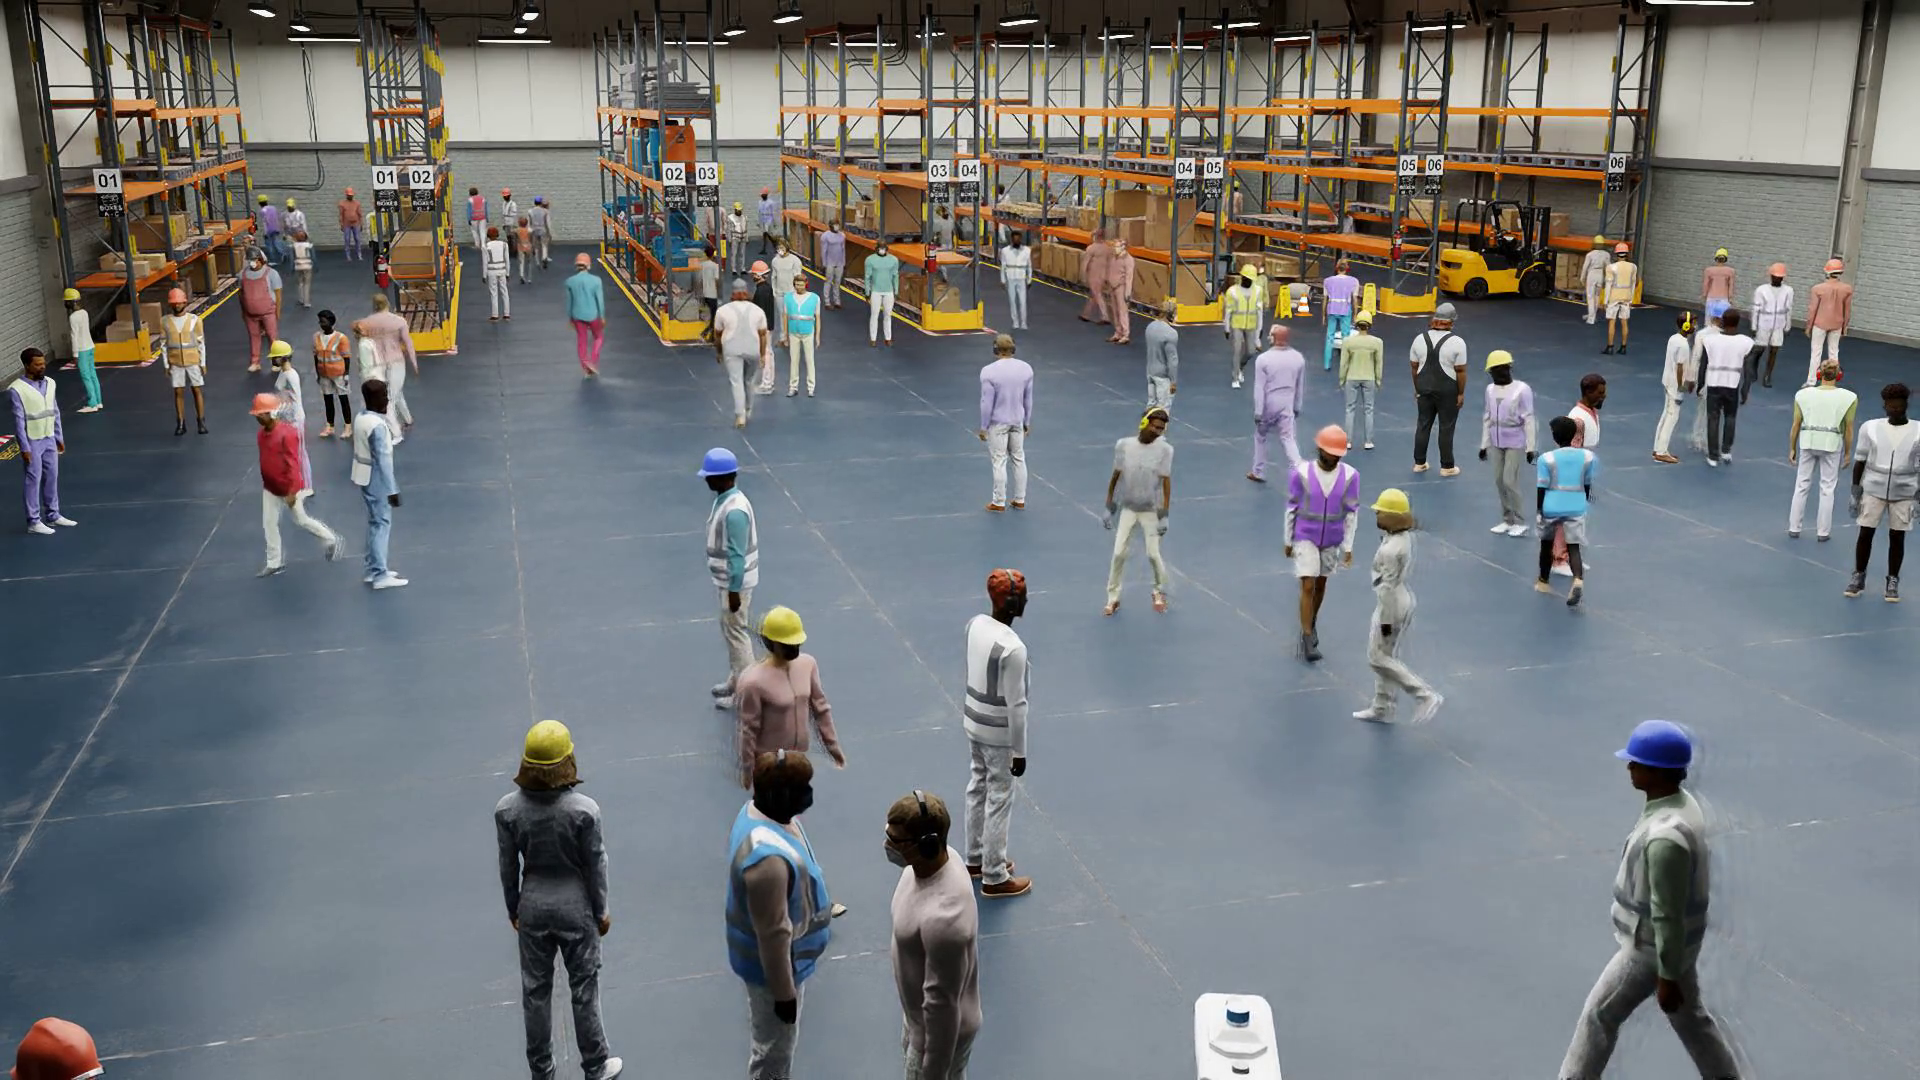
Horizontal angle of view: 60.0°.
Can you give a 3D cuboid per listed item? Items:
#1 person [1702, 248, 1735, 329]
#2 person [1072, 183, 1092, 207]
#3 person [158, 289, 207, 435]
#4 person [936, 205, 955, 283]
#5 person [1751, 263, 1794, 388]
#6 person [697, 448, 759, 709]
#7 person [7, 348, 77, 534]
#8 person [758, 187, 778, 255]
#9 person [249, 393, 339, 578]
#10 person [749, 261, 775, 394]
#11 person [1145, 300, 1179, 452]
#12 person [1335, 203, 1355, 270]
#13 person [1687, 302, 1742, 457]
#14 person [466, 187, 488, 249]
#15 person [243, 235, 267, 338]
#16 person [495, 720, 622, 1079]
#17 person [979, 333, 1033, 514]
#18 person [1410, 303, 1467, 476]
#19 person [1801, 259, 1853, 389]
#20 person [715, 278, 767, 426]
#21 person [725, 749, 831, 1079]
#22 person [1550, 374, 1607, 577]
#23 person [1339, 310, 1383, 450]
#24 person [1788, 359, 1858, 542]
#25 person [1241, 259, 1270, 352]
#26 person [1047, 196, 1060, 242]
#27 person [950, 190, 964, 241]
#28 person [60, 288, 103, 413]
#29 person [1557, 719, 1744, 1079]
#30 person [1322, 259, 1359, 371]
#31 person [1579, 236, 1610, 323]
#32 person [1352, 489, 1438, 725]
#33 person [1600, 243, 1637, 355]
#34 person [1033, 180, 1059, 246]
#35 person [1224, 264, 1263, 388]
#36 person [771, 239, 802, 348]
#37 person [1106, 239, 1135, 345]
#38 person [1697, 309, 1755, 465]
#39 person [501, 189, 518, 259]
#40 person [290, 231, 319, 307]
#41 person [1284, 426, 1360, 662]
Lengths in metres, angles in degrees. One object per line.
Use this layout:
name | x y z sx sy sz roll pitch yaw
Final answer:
person | 13.512 -4.307 29.670 0.522 1.769 0.311 7 16 25
person | 3.621 -9.638 49.488 0.627 1.916 0.943 3 15 12
person | -10.255 -2.348 21.983 0.552 1.935 0.376 -5 16 -17
person | -0.319 -7.143 40.169 0.559 1.853 0.386 -9 18 -32
person | 12.517 -3.319 25.660 0.550 1.916 0.492 3 15 12
person | -1.675 0.273 12.116 0.419 1.937 0.616 -4 15 -15
person | -9.445 -1.020 17.040 0.397 1.910 0.587 3 15 10
person | -5.499 -9.155 47.675 0.545 1.907 0.901 10 18 33
person | -6.308 -0.548 15.618 0.564 1.719 0.792 9 17 30
person | -2.980 -3.207 25.093 0.381 1.994 0.619 1 15 5
person | 2.537 -2.045 20.861 0.383 1.928 0.635 -7 16 -24
person | 9.988 -7.797 42.872 0.590 1.720 0.791 -10 18 -32
person | 9.435 -1.999 20.698 0.602 1.909 0.740 -7 16 -24
person | -14.195 -9.461 48.969 0.727 1.817 0.575 -13 20 -40
person | -13.135 -4.723 30.995 0.636 1.900 0.399 12 19 39
person | -1.782 1.627 7.384 0.484 1.744 0.294 1 15 4
person | 0.486 -1.240 17.804 0.630 1.936 0.369 -8 17 -27
person | 5.686 -1.789 19.670 0.682 2.000 0.537 13 20 40
person | 13.181 -3.259 25.285 0.613 1.997 0.374 1 15 5
person | -2.986 -2.601 22.723 0.685 2.000 1.020 -5 16 -19
person | -0.742 1.725 6.854 0.429 1.836 0.639 -2 15 -6
person | 5.740 -0.610 15.499 0.400 1.910 0.583 8 17 28
person | 5.072 -2.024 21.080 0.529 1.767 0.329 3 15 10
person | 8.626 -0.893 16.695 0.560 1.836 0.394 10 18 33
person | 5.202 -4.119 29.225 0.554 1.625 0.341 -7 17 -26
person | 2.707 -9.119 48.050 0.501 1.629 0.288 14 20 43
person | -0.152 -9.523 49.236 0.692 1.806 0.639 -4 15 -13
person | -12.486 -2.691 23.610 0.338 1.757 0.518 -2 15 -6
person | 2.963 1.664 6.973 1.024 1.897 0.617 8 17 27
person | 6.173 -3.651 27.085 0.562 1.835 0.405 6 16 23
person | 12.608 -5.194 33.101 0.503 1.710 0.710 -2 15 -8
person | 3.090 0.492 11.673 0.516 1.733 0.483 7 16 24
person | 11.420 -4.178 28.876 0.545 1.927 0.385 -1 15 -4
person | 2.561 -9.834 50.085 0.618 1.970 1.115 13 20 40
person | 4.362 -3.308 25.629 0.622 1.903 0.472 -3 15 -11
person | -3.098 -4.397 29.702 0.625 1.934 0.373 8 17 28
person | 2.901 -4.514 30.207 0.402 1.899 0.647 -6 16 -21
person | 9.316 -1.880 20.318 0.582 1.885 0.722 5 16 19
person | -12.540 -8.794 46.254 0.549 1.929 0.387 14 20 41
person | -14.013 -5.798 35.589 0.519 1.609 0.637 1 15 4
person | 2.866 0.003 13.210 0.550 1.880 0.941 0 15 0
